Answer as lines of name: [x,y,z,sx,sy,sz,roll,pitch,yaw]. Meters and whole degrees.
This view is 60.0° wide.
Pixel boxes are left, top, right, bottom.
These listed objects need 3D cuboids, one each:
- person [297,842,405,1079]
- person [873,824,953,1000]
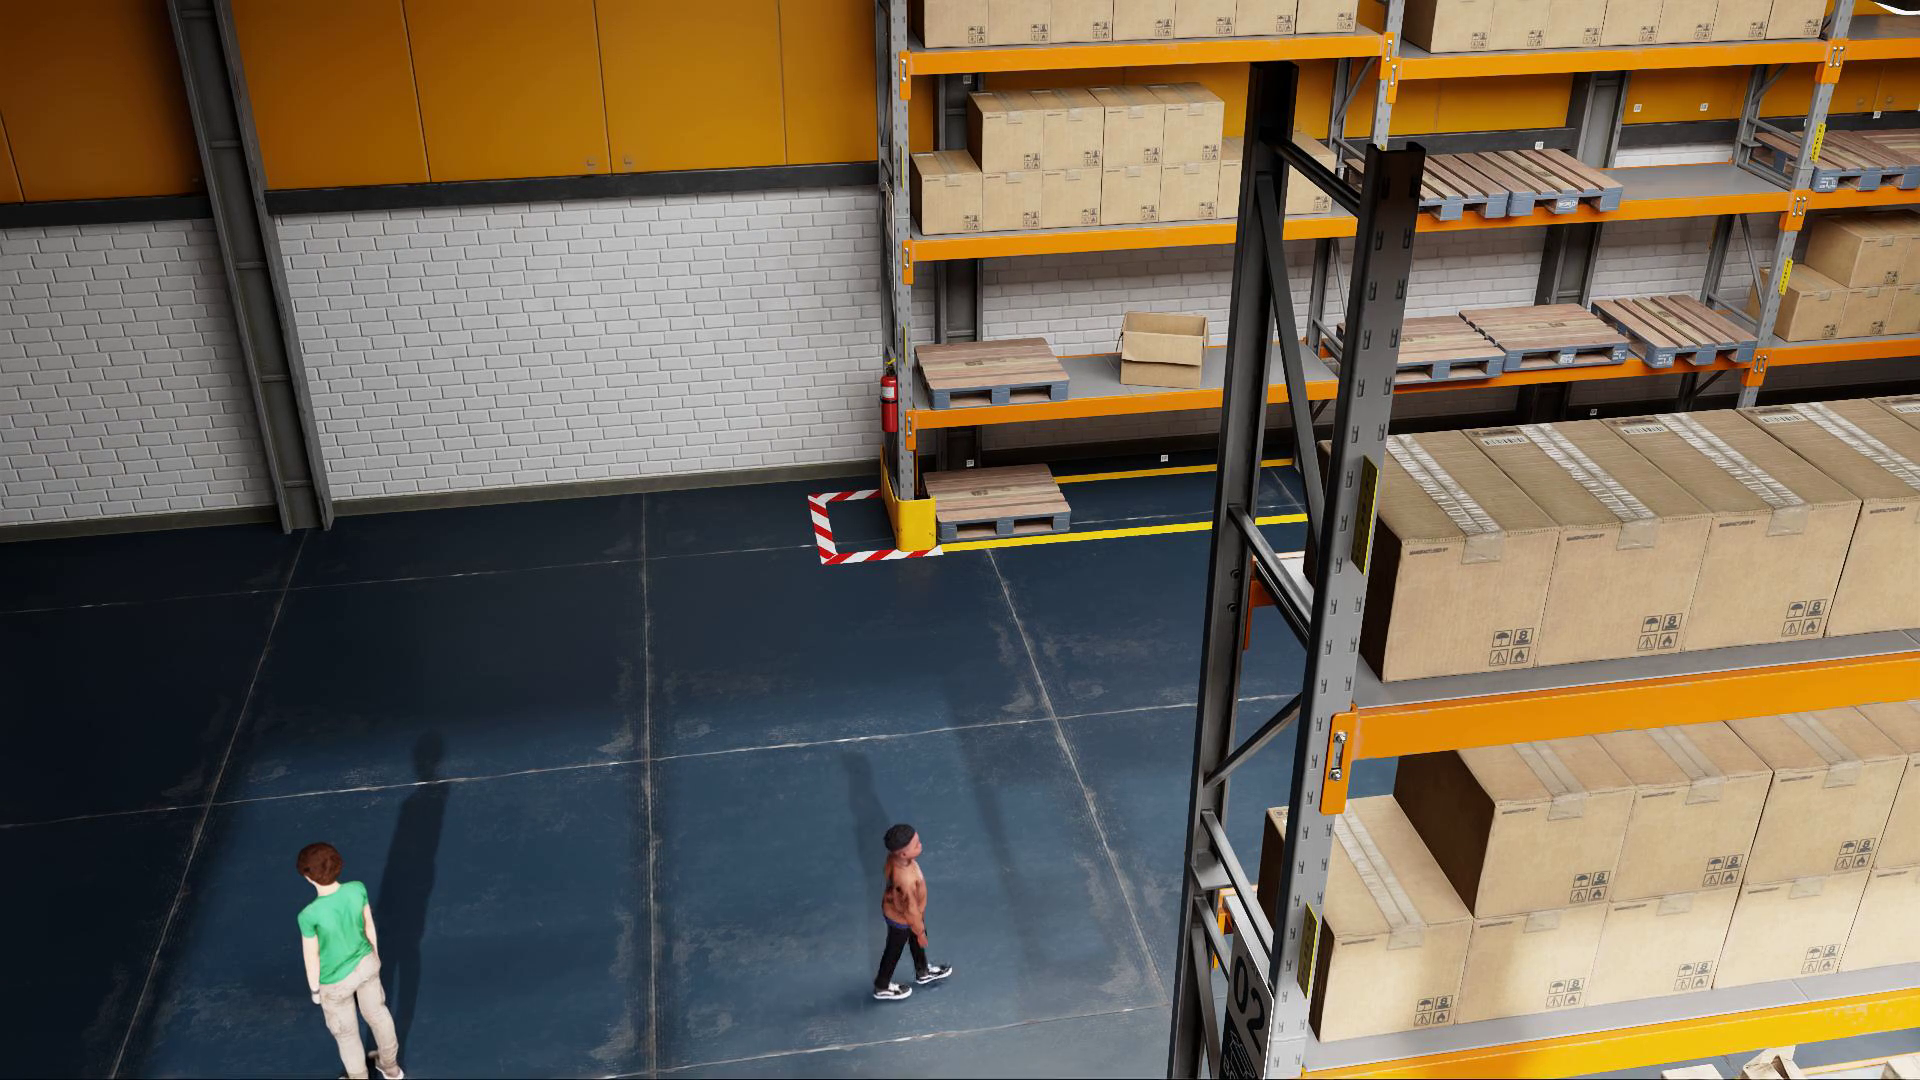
person: [-3.271,2.315,8.899,0.714,1.650,0.652,19,34,31]
person: [-0.401,2.164,9.608,0.702,1.236,0.538,-6,29,-10]
